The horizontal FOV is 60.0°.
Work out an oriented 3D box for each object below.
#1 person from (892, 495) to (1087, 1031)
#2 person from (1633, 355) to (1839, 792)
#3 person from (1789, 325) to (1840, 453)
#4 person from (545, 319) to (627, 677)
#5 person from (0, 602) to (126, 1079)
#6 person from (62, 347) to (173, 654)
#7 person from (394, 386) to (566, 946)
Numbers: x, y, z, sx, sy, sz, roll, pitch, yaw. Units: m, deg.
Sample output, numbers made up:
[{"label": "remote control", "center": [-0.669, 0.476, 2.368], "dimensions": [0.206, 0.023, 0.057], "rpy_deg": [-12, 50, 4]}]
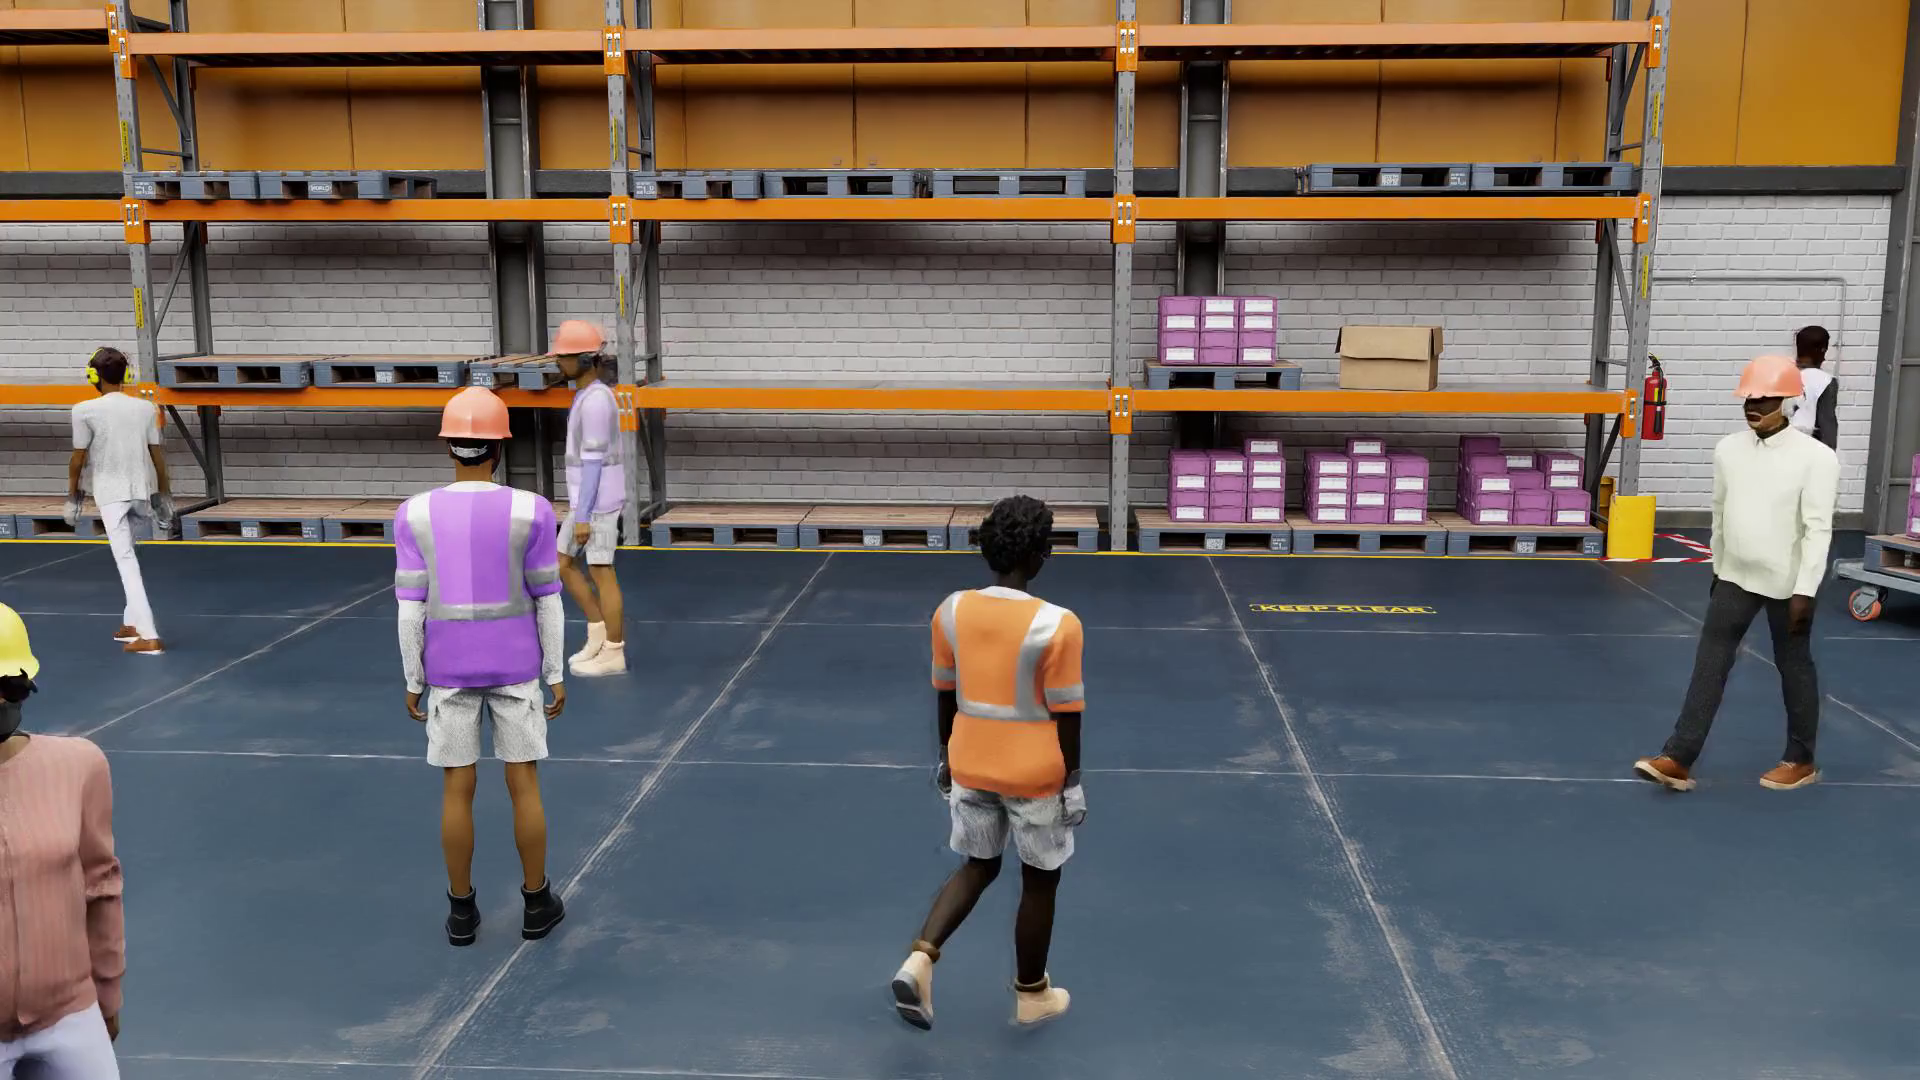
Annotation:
[{"label": "person", "center": [0.106, 0.705, 4.979], "dimensions": [0.541, 1.679, 0.583], "rpy_deg": [8, 12, 38]}, {"label": "person", "center": [3.457, 0.174, 7.281], "dimensions": [0.996, 1.943, 0.665], "rpy_deg": [-5, 11, -28]}, {"label": "person", "center": [5.828, -0.551, 11.681], "dimensions": [0.496, 1.901, 0.670], "rpy_deg": [-4, 11, -23]}, {"label": "person", "center": [-2.113, -0.216, 9.341], "dimensions": [0.480, 2.026, 0.646], "rpy_deg": [-3, 10, -18]}, {"label": "person", "center": [-1.929, 0.952, 3.315], "dimensions": [0.505, 1.753, 0.530], "rpy_deg": [7, 12, 36]}, {"label": "person", "center": [-5.101, -0.231, 10.010], "dimensions": [0.728, 1.836, 0.489], "rpy_deg": [5, 11, 29]}, {"label": "person", "center": [-1.651, 0.438, 5.781], "dimensions": [0.551, 1.935, 0.375], "rpy_deg": [-2, 10, -10]}]
